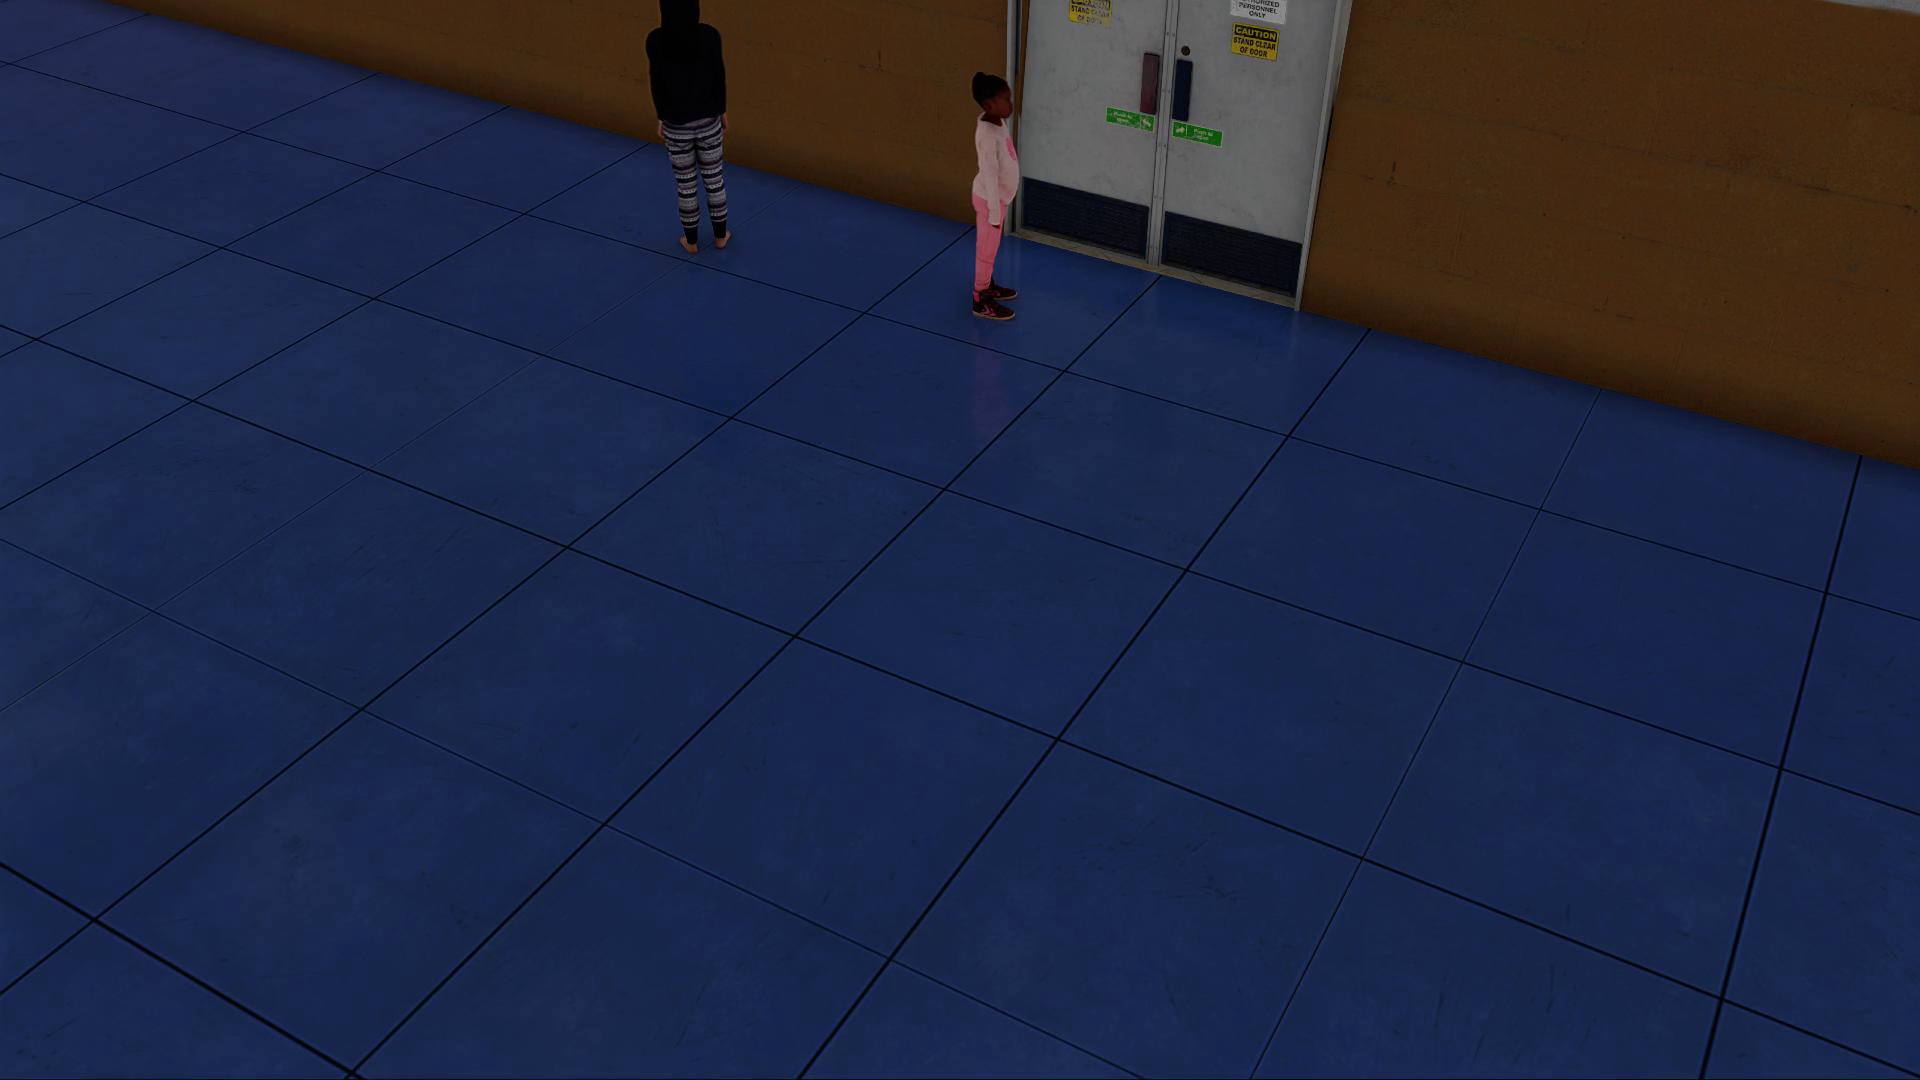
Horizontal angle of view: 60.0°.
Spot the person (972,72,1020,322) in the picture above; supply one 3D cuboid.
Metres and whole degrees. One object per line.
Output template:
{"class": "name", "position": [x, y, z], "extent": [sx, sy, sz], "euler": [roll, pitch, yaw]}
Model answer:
{"class": "person", "position": [0.180, -1.983, 9.531], "extent": [0.680, 1.444, 0.557], "euler": [3, 37, 4]}

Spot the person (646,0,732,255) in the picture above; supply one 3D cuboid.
{"class": "person", "position": [-1.625, -2.568, 10.069], "extent": [0.672, 1.735, 0.733], "euler": [-9, 38, -12]}
